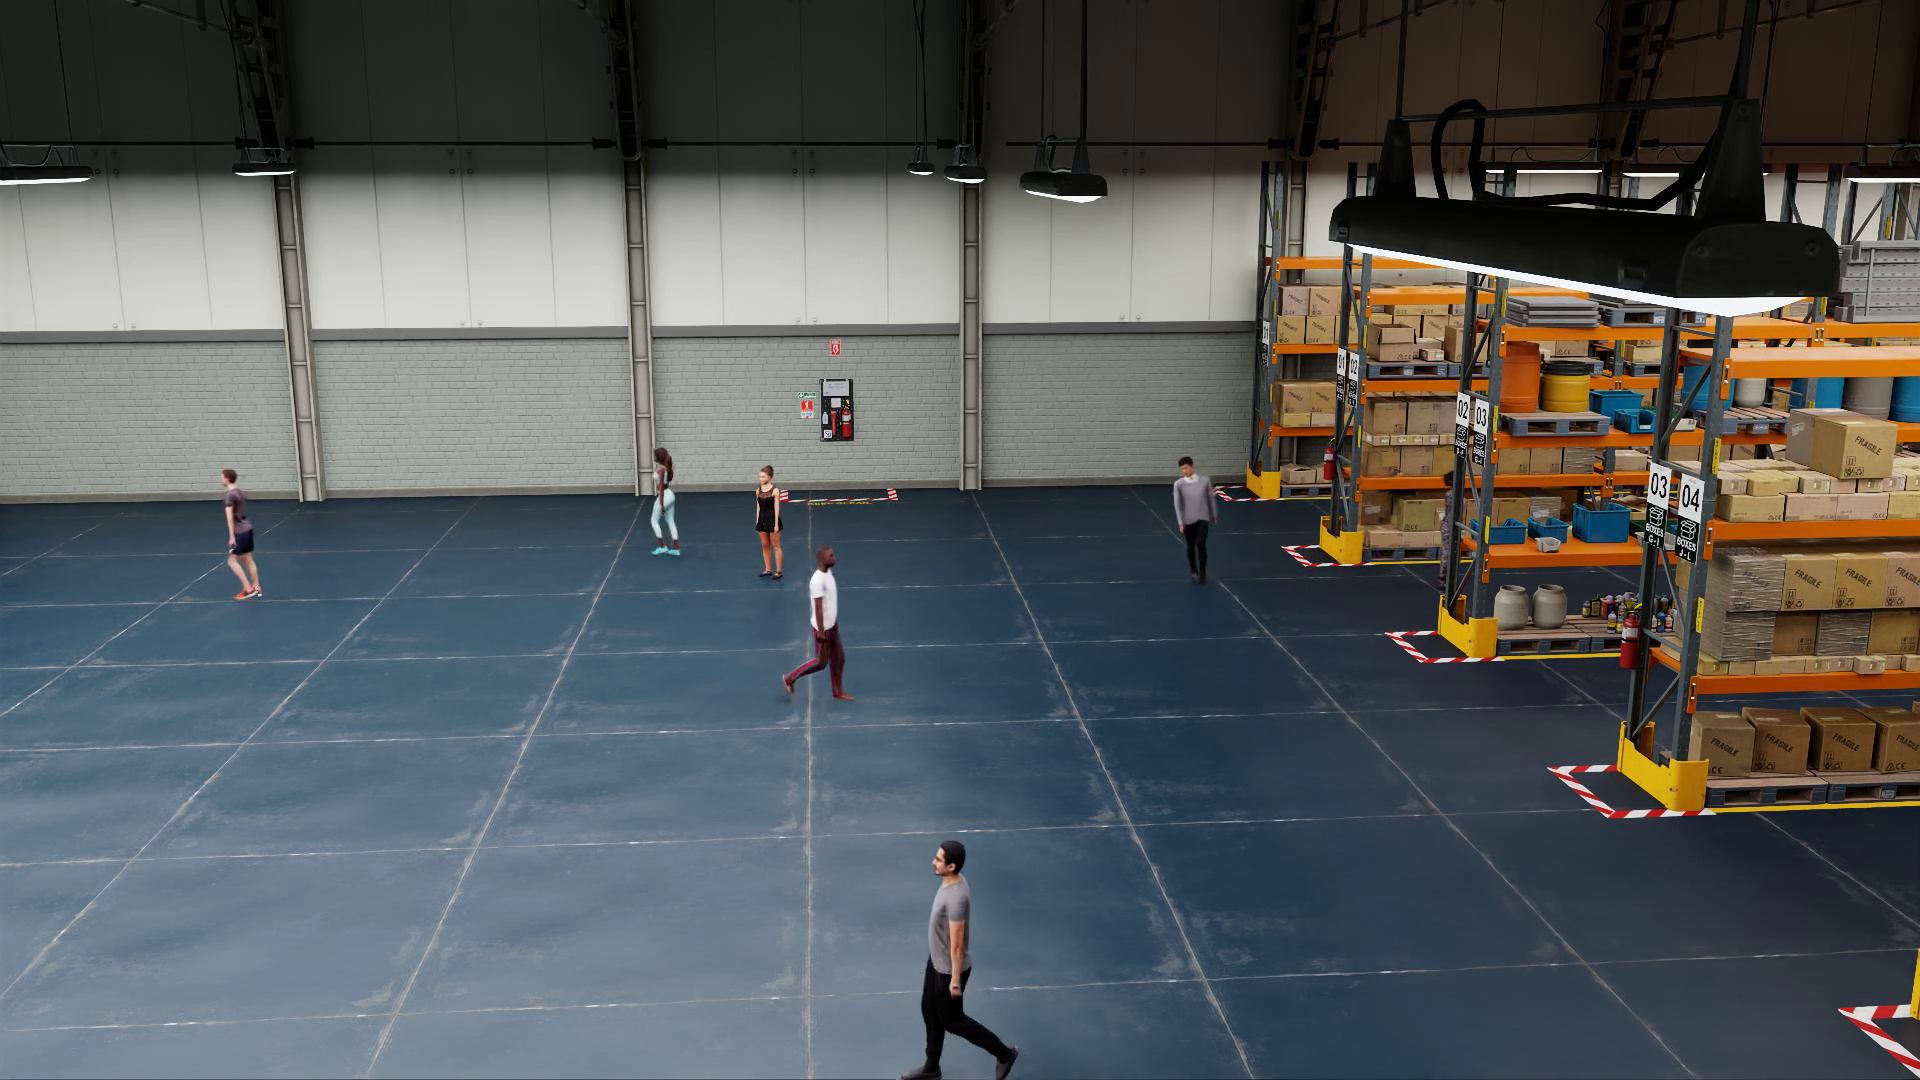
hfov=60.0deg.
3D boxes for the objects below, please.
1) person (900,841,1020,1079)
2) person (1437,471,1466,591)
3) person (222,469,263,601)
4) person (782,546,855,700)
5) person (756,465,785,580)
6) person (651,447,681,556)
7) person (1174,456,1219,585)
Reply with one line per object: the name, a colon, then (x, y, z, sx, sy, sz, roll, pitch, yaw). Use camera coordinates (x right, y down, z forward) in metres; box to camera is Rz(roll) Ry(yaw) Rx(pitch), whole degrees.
person: (0.010, 2.821, 11.034, 1.008, 1.733, 0.638, -2, 13, -7)
person: (7.052, -0.151, 23.910, 0.690, 1.714, 0.656, 7, 15, 29)
person: (-10.073, -0.078, 23.331, 0.713, 1.833, 0.717, 1, 13, 2)
person: (-1.629, 0.963, 18.883, 1.118, 1.812, 0.844, 2, 13, 9)
person: (-2.803, -0.267, 24.489, 0.670, 1.679, 0.749, 8, 15, 31)
person: (-4.498, -0.585, 25.797, 0.733, 1.707, 0.672, 3, 13, 14)
person: (3.454, -0.298, 24.177, 0.990, 1.879, 1.004, -1, 13, -2)
